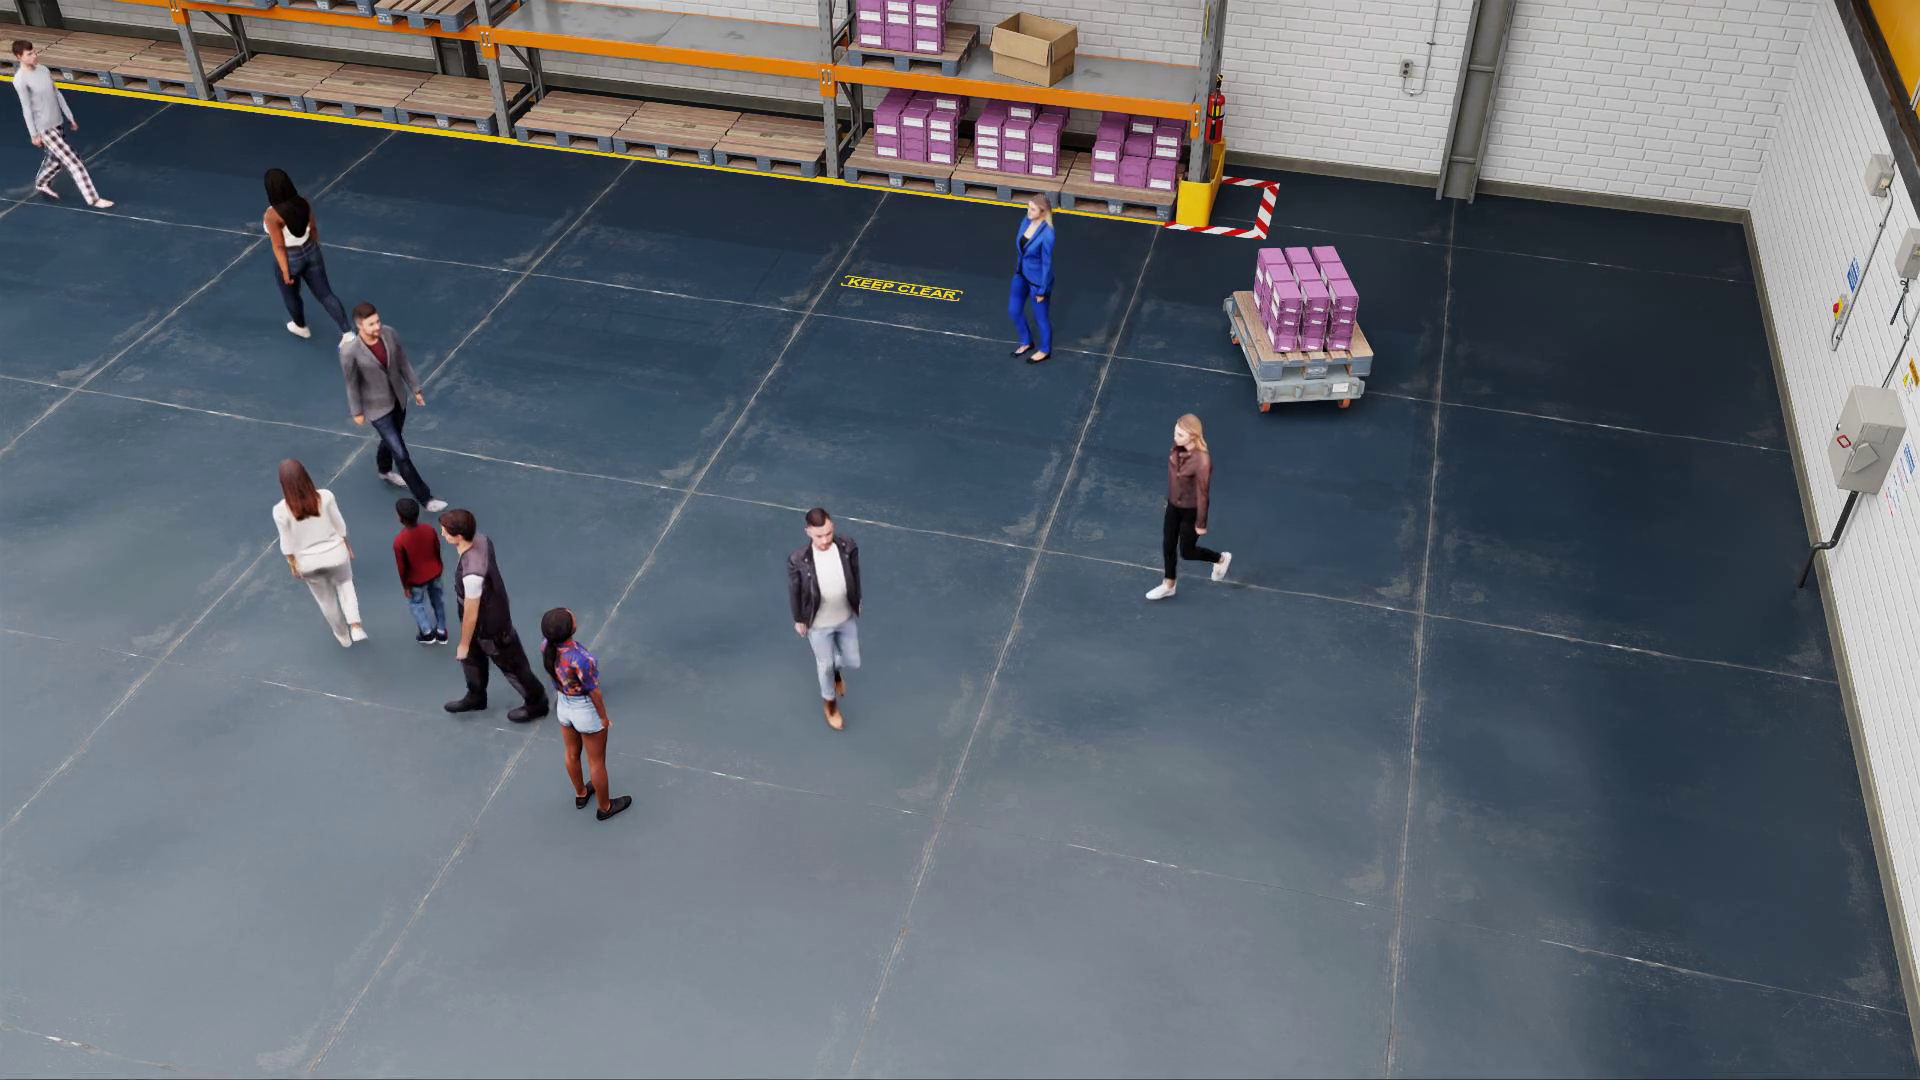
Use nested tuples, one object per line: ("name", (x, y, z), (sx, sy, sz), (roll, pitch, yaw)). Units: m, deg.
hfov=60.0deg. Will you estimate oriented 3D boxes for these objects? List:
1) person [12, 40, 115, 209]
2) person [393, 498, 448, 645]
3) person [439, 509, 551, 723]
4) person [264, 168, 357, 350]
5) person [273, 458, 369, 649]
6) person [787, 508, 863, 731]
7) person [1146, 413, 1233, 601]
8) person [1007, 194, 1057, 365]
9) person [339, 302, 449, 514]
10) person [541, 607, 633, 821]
("person", (-9.613, -4.337, 17.416), (1.179, 1.803, 0.688), (7, 39, 9))
("person", (-3.869, 0.271, 12.095), (0.632, 1.243, 0.605), (28, 47, 31))
("person", (-3.090, 0.534, 11.300), (1.078, 1.825, 0.956), (-13, 40, -15))
("person", (-5.947, -2.504, 15.148), (1.271, 1.770, 0.958), (26, 45, 29))
("person", (-4.546, 0.147, 11.897), (0.785, 1.684, 0.844), (-22, 43, -25))
("person", (-0.921, 0.473, 11.378), (0.843, 1.822, 0.907), (-16, 41, -19))
("person", (1.756, -0.249, 12.392), (1.016, 1.685, 0.923), (-15, 41, -18))
("person", (0.757, -2.372, 15.048), (0.823, 1.688, 0.754), (-22, 44, -25))
("person", (-4.660, -1.100, 13.354), (1.274, 1.814, 0.957), (22, 44, 25))
("person", (-2.441, 1.099, 10.658), (0.559, 1.743, 0.708), (22, 44, 25))
